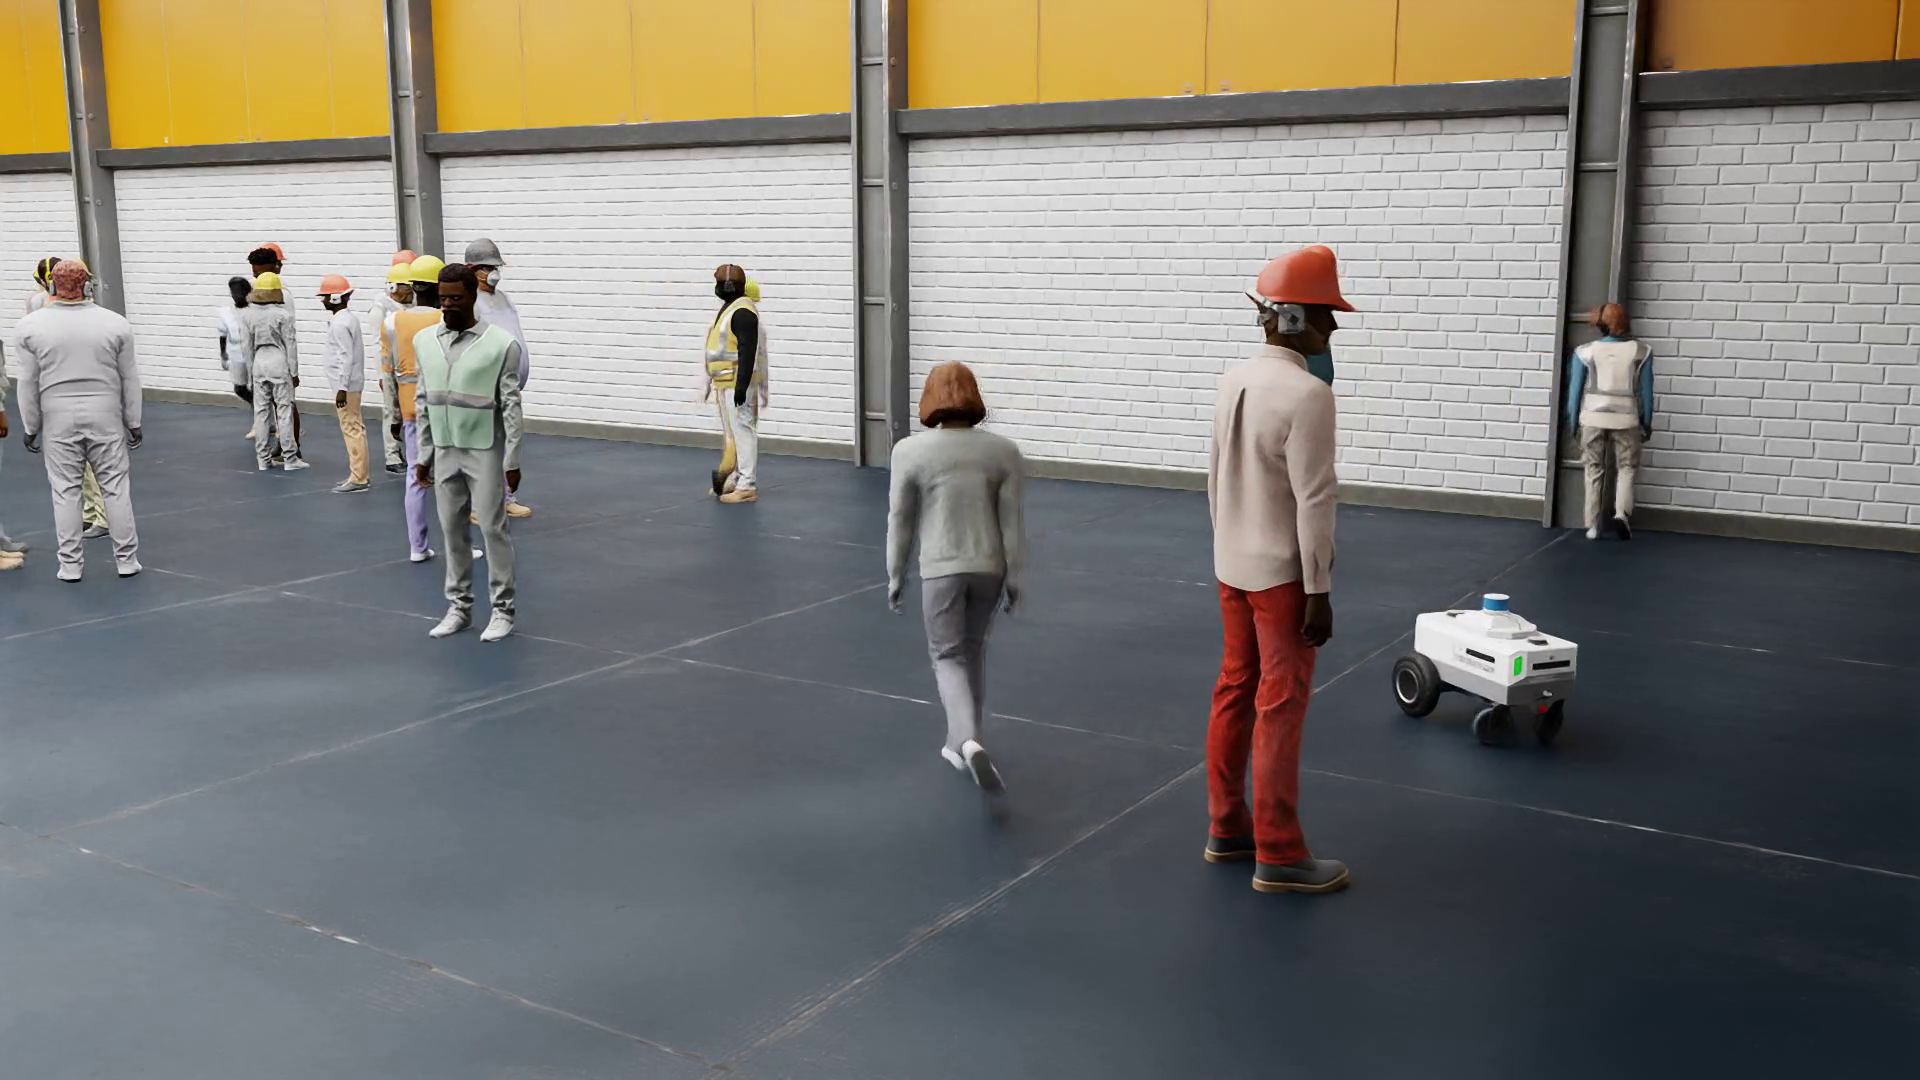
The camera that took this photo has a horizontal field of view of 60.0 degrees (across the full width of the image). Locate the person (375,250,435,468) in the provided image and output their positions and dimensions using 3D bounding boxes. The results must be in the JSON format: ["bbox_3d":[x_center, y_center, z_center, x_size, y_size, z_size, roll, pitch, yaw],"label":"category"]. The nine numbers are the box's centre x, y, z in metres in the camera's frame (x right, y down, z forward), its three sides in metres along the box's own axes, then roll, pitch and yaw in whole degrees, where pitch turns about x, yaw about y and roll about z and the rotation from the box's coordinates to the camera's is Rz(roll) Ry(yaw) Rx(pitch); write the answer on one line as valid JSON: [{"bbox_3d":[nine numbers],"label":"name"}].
[{"bbox_3d":[-4.872,-1.590,14.732,0.377,1.932,0.552,7,12,34],"label":"person"}]

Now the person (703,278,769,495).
[{"bbox_3d":[-1.802,-1.185,13.089,0.617,1.739,0.640,5,12,27],"label":"person"}]

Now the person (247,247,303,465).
[{"bbox_3d":[-6.207,-1.664,15.075,0.376,1.959,0.603,-8,13,-37],"label":"person"}]

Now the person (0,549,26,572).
[{"bbox_3d":[-5.987,-0.713,10.157,0.350,1.837,0.511,-7,12,-33],"label":"person"}]

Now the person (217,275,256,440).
[{"bbox_3d":[-7.293,-1.889,17.103,0.551,1.674,0.664,0,10,-1],"label":"person"}]

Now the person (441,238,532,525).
[{"bbox_3d":[-3.349,-1.139,11.940,0.537,2.000,0.682,4,11,20],"label":"person"}]

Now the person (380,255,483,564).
[{"bbox_3d":[-3.294,-0.804,10.400,0.594,1.926,0.367,1,10,7],"label":"person"}]

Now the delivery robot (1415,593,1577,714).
[{"bbox_3d":[2.216,0.466,6.904,0.477,0.478,0.707,-4,11,-21],"label":"delivery robot"}]

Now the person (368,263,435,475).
[{"bbox_3d":[-4.816,-1.472,14.398,0.403,1.825,0.594,5,11,25],"label":"person"}]

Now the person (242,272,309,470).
[{"bbox_3d":[-6.052,-1.483,14.674,0.487,1.744,0.297,2,10,9],"label":"person"}]

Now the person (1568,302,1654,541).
[{"bbox_3d":[4.332,-0.772,11.084,0.537,1.619,0.444,4,11,20],"label":"person"}]

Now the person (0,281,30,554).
[{"bbox_3d":[-6.284,-0.856,10.660,0.607,1.940,0.417,9,14,41],"label":"person"}]

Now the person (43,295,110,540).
[{"bbox_3d":[-5.989,-0.883,11.310,0.324,1.755,0.561,-8,13,-39],"label":"person"}]

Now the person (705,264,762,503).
[{"bbox_3d":[-1.759,-1.213,12.914,0.429,1.842,0.625,-4,11,-21],"label":"person"}]

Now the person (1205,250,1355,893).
[{"bbox_3d":[1.000,0.097,5.229,0.392,1.991,0.612,-4,11,-19],"label":"person"}]

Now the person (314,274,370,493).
[{"bbox_3d":[-4.977,-1.259,13.406,0.342,1.749,0.573,-2,11,-13],"label":"person"}]

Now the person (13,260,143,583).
[{"bbox_3d":[-5.218,-0.702,9.893,0.652,1.906,0.405,-6,12,-30],"label":"person"}]

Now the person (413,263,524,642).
[{"bbox_3d":[-2.483,-0.442,8.455,0.591,1.910,0.388,3,11,16],"label":"person"}]

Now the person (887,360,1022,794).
[{"bbox_3d":[0.009,0.146,6.098,0.510,1.594,0.735,-3,11,-15],"label":"person"}]

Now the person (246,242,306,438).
[{"bbox_3d":[-7.062,-2.050,17.114,0.616,1.993,0.395,7,12,34],"label":"person"}]
